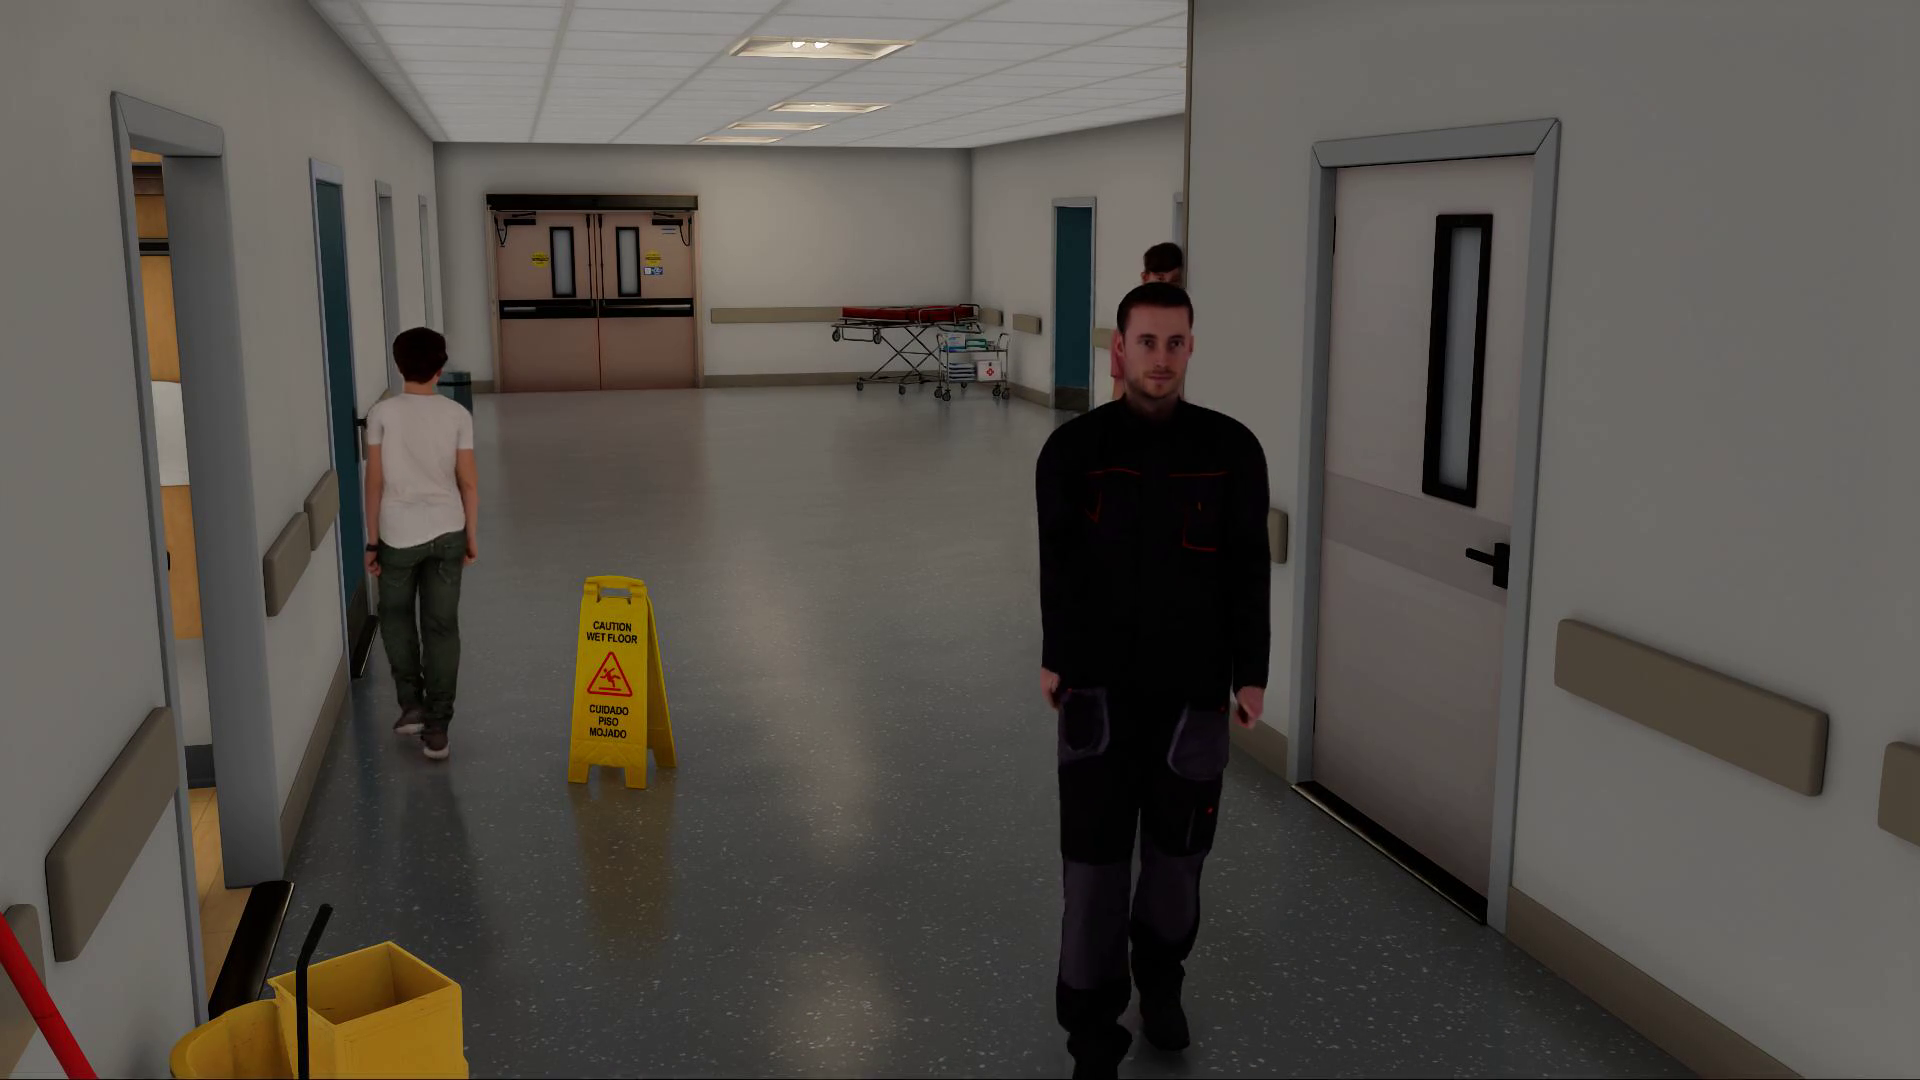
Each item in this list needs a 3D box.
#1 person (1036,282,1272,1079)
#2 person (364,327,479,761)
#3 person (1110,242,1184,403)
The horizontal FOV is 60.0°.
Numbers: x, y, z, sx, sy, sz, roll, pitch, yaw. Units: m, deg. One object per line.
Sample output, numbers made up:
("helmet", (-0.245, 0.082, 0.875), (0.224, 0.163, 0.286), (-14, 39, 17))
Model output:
("person", (0.437, 0.341, 4.018), (0.866, 1.884, 1.083), (0, 11, 1))
("person", (-2.032, 0.030, 6.315), (0.622, 1.640, 0.673), (-4, 12, -22))
("person", (0.909, -0.297, 7.283), (0.948, 1.921, 1.205), (2, 11, 13))
